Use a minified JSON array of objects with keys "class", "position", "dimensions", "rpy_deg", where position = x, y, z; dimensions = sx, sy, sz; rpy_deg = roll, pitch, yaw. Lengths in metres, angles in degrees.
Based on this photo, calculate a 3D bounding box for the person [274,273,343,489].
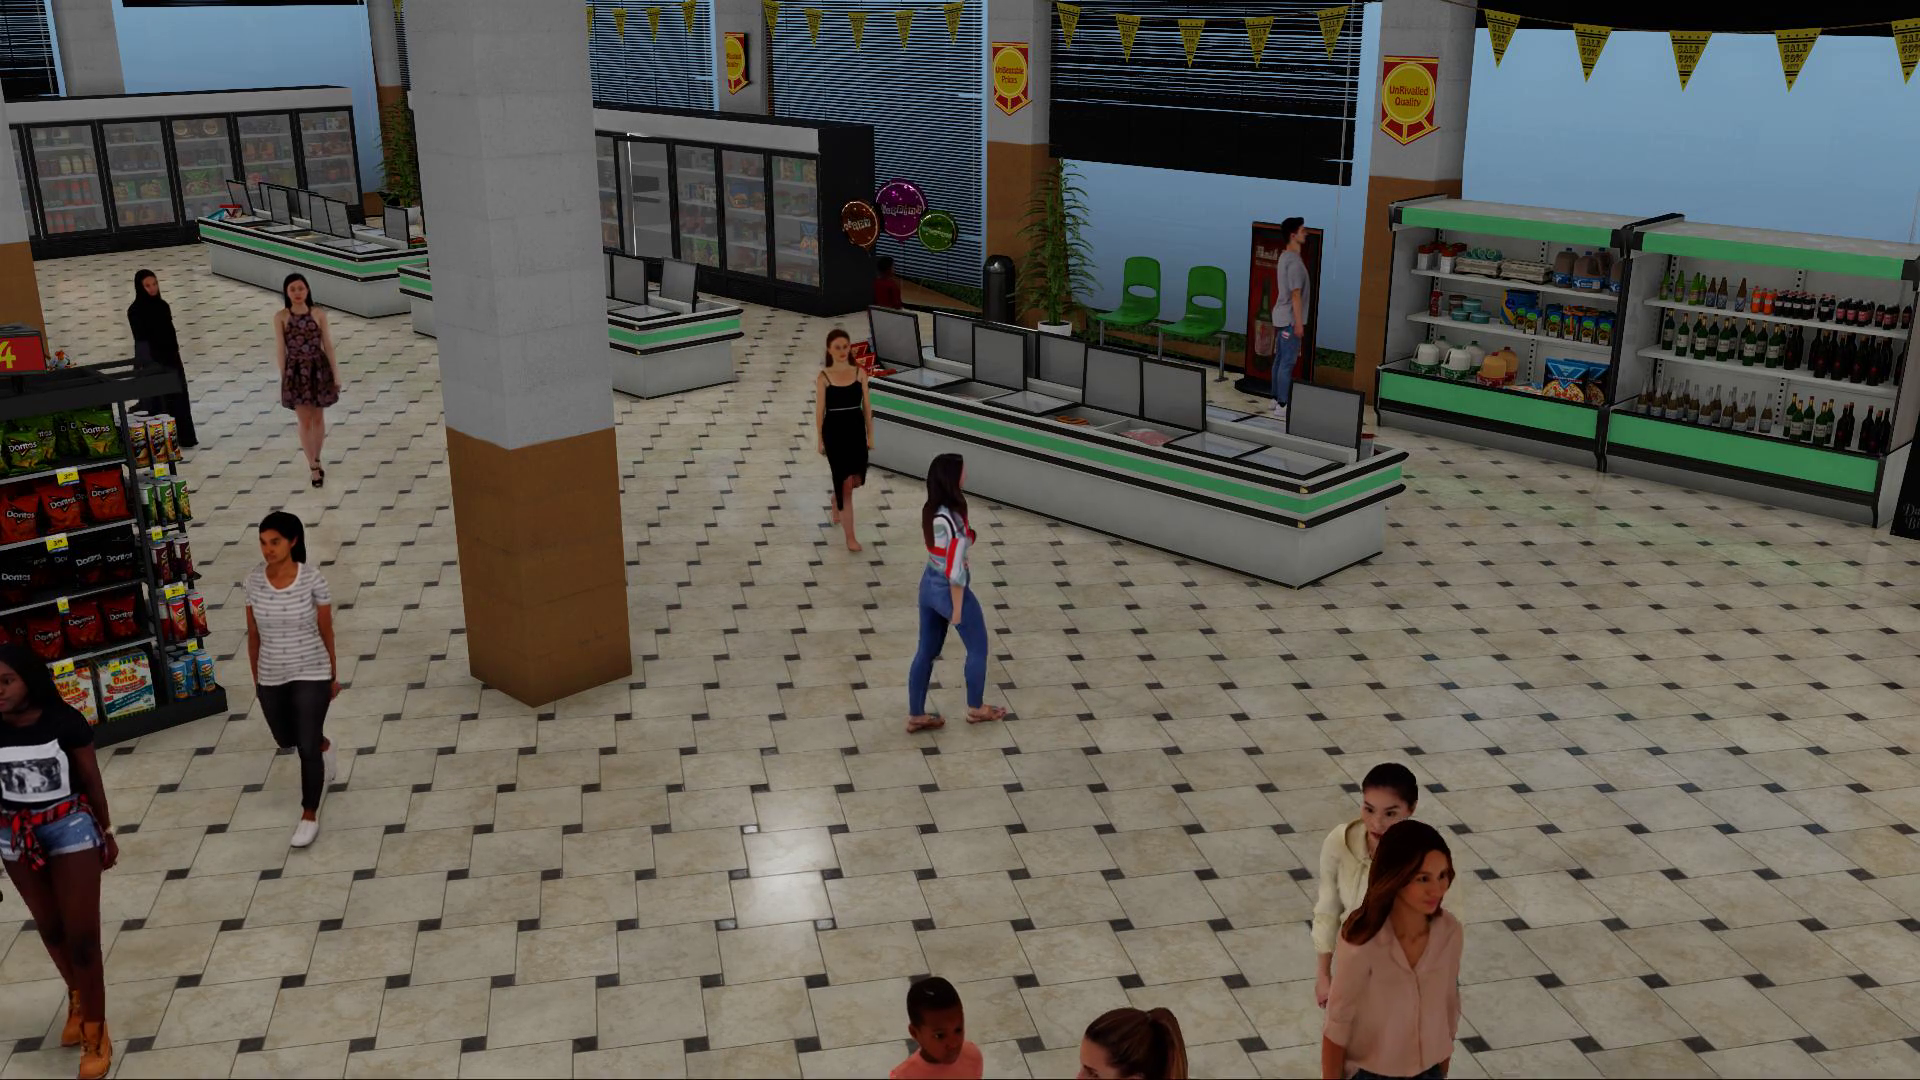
[{"class":"person","position":[-5.392,-1.329,13.742],"dimensions":[0.751,1.752,0.880],"rpy_deg":[-11,21,-28]}]

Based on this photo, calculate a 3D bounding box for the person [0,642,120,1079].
[{"class":"person","position":[-3.479,1.170,6.410],"dimensions":[0.845,1.701,0.944],"rpy_deg":[-4,19,-11]}]

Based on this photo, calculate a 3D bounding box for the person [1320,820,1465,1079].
[{"class":"person","position":[1.230,1.617,4.976],"dimensions":[0.911,1.770,1.106],"rpy_deg":[-5,19,-15]}]

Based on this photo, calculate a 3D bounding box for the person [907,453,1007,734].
[{"class":"person","position":[-0.151,0.321,9.102],"dimensions":[0.780,1.590,0.807],"rpy_deg":[-11,22,-31]}]

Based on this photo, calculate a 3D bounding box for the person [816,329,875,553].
[{"class":"person","position":[-0.867,-0.758,12.293],"dimensions":[0.821,1.595,1.083],"rpy_deg":[-8,20,-21]}]

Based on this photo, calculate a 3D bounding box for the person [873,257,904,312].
[{"class":"person","position":[-0.792,-2.364,17.591],"dimensions":[0.579,1.254,0.453],"rpy_deg":[-16,25,-40]}]

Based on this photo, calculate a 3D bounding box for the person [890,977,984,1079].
[{"class":"person","position":[-0.073,1.867,4.957],"dimensions":[0.520,1.309,0.533],"rpy_deg":[-11,21,-29]}]

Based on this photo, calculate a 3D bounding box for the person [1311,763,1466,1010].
[{"class":"person","position":[1.481,1.452,5.712],"dimensions":[0.652,1.612,0.786],"rpy_deg":[8,20,24]}]

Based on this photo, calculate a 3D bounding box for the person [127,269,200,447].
[{"class":"person","position":[-7.196,-1.605,14.803],"dimensions":[1.000,1.596,0.814],"rpy_deg":[7,20,19]}]

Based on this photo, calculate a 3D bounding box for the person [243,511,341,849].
[{"class":"person","position":[-3.209,0.637,8.114],"dimensions":[0.967,1.623,1.013],"rpy_deg":[0,19,1]}]

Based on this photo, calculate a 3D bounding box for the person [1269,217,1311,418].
[{"class":"person","position":[3.161,-2.145,15.944],"dimensions":[0.806,1.890,0.744],"rpy_deg":[0,19,-1]}]
